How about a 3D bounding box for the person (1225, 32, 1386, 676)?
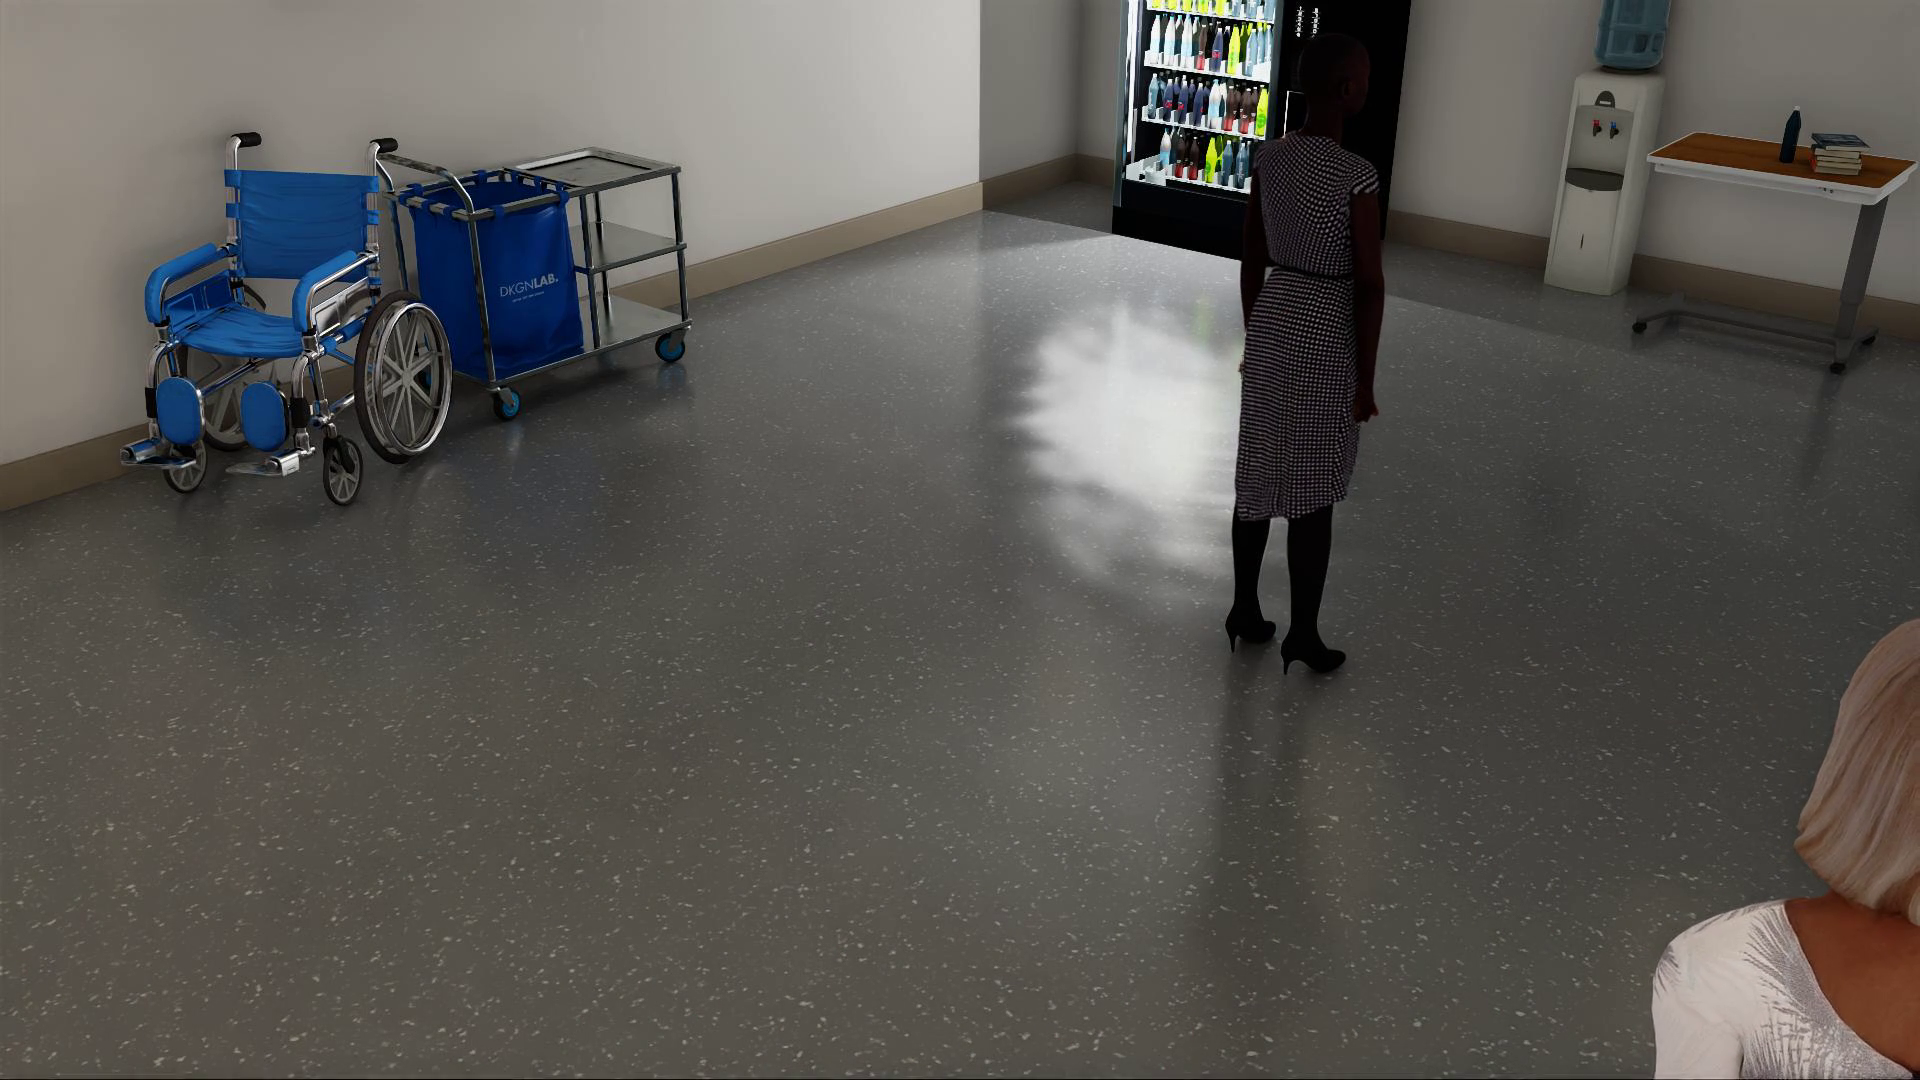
[{"bbox_3d":[0.935,-0.471,4.575,0.718,1.788,0.543,-19,31,-33],"label":"person"}]
